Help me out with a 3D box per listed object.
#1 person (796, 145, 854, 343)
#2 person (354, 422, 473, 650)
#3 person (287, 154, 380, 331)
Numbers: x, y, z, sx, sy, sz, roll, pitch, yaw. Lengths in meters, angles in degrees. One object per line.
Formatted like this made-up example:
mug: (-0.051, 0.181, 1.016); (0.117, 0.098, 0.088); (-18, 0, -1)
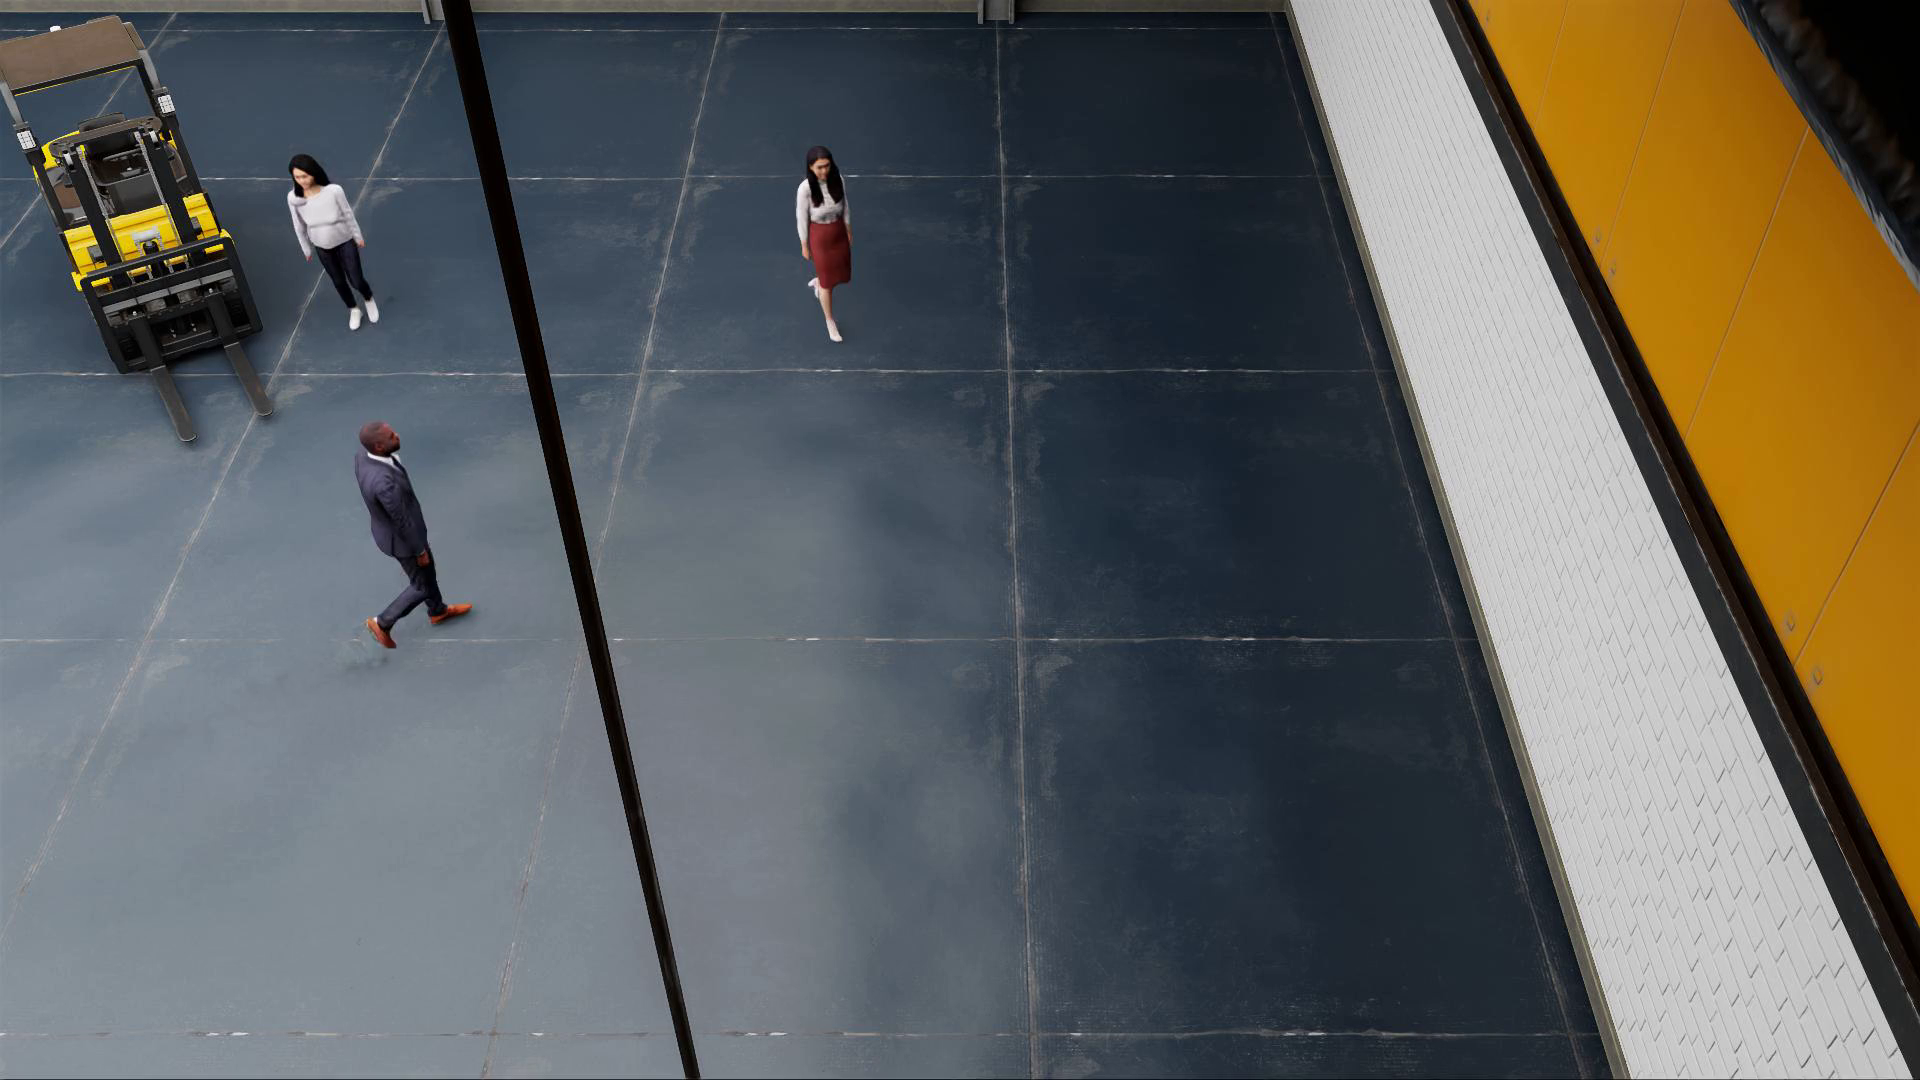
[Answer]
person: (-1.104, -2.426, 13.438); (0.849, 1.739, 0.885); (-24, 49, -23)
person: (-3.707, -0.001, 10.845); (1.074, 1.803, 0.942); (-20, 47, -20)
person: (-5.070, -2.458, 13.517); (0.594, 1.677, 0.731); (-7, 44, -7)
